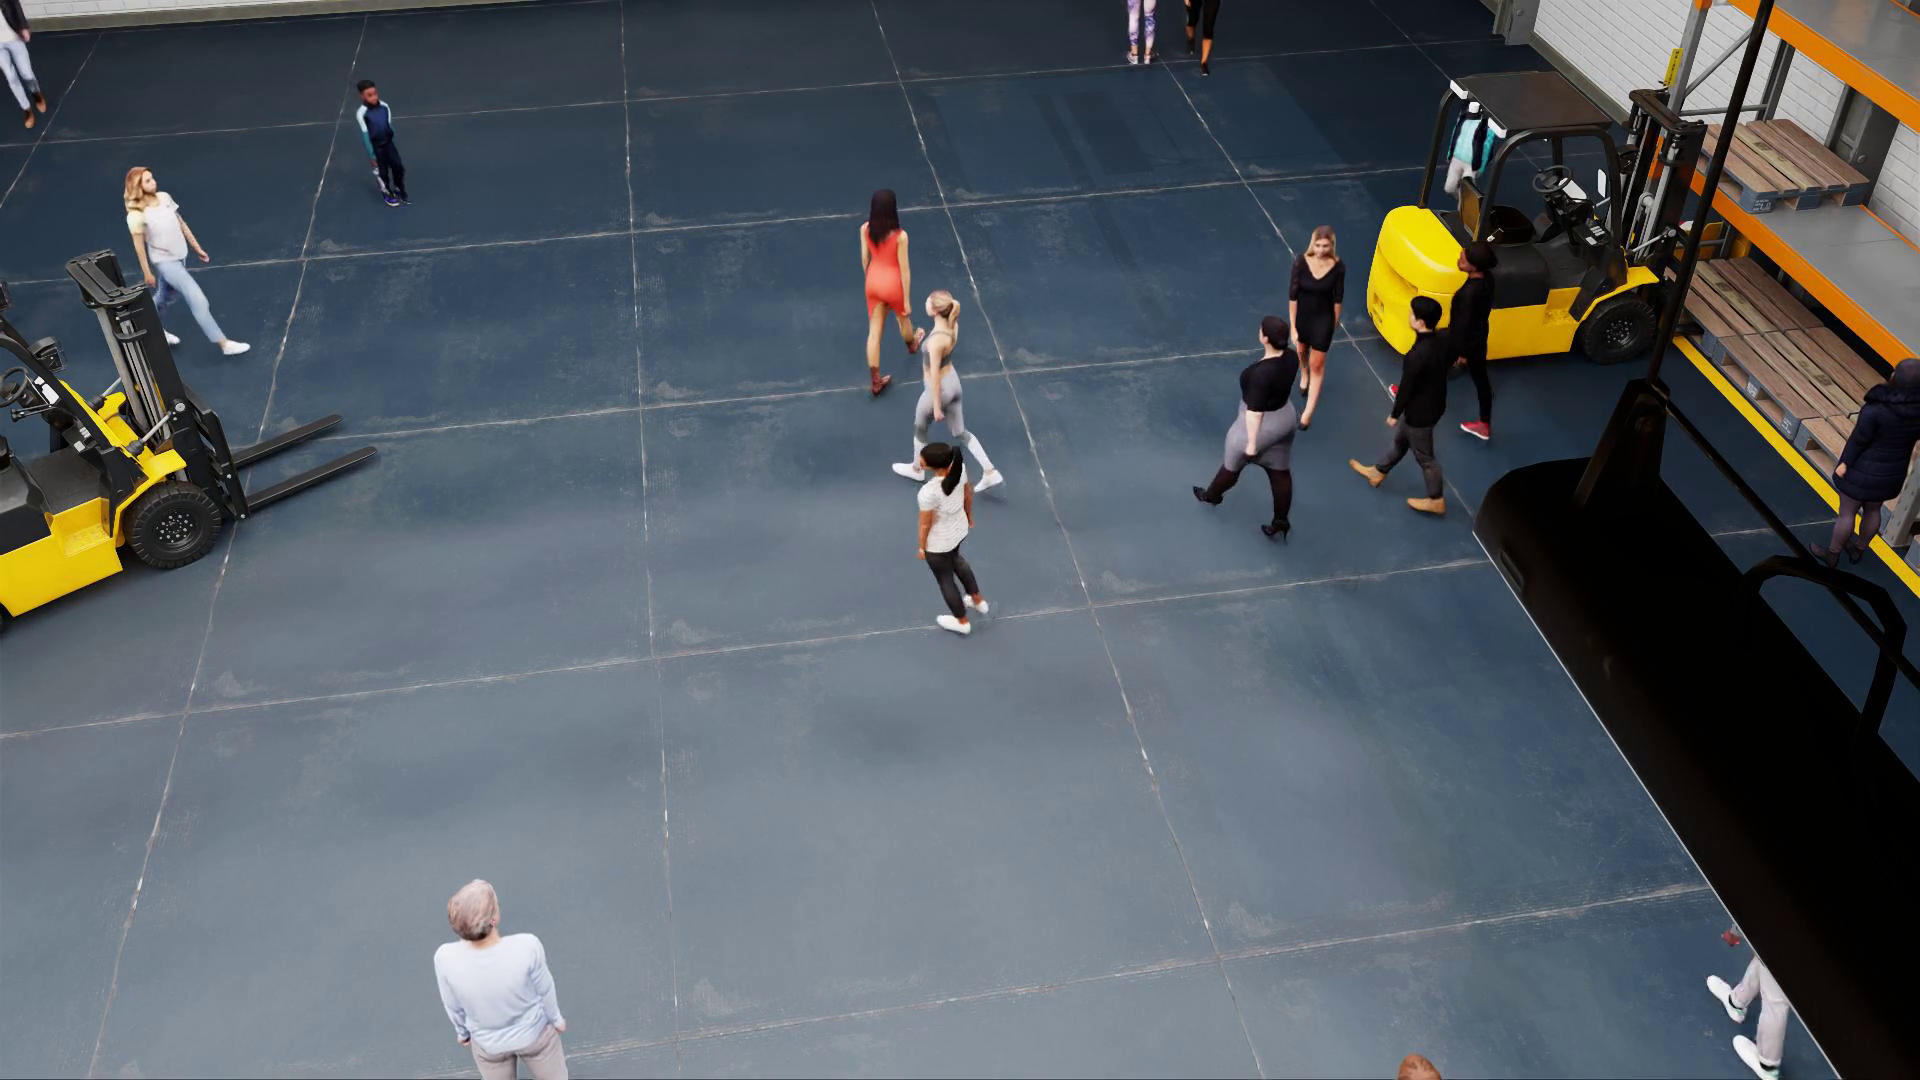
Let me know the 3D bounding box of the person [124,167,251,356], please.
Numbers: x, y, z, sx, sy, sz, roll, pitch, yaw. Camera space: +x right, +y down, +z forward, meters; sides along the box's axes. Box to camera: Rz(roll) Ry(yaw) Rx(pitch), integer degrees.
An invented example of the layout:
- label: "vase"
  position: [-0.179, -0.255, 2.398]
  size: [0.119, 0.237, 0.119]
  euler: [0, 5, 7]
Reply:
- label: "person"
  position: [-6.489, -2.242, 13.493]
  size: [0.975, 1.675, 1.190]
  euler: [7, 39, 8]

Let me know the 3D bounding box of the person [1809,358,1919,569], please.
- label: "person"
  position: [6.242, -0.520, 11.337]
  size: [0.657, 1.674, 0.625]
  euler: [-5, 39, -6]

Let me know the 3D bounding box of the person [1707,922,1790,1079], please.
- label: "person"
  position: [4.120, 1.988, 8.083]
  size: [0.779, 1.818, 0.915]
  euler: [-12, 40, -14]

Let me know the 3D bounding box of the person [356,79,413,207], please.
- label: "person"
  position: [-5.525, -3.770, 15.751]
  size: [0.597, 1.246, 0.643]
  euler: [-30, 48, -32]

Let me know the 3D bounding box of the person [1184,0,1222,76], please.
- label: "person"
  position: [2.659, -6.028, 18.268]
  size: [0.727, 1.633, 1.143]
  euler: [1, 39, 2]

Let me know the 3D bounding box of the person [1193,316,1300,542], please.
- label: "person"
  position: [2.195, -0.712, 11.541]
  size: [1.006, 1.721, 1.153]
  euler: [-30, 47, -32]

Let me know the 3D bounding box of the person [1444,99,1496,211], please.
- label: "person"
  position: [4.700, -3.516, 15.232]
  size: [0.787, 1.496, 0.739]
  euler: [-25, 45, -28]

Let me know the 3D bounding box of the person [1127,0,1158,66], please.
- label: "person"
  position: [2.011, -6.131, 18.298]
  size: [0.633, 1.757, 0.632]
  euler: [-5, 39, -6]

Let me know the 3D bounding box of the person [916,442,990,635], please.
- label: "person"
  position: [-0.070, -0.019, 10.767]
  size: [0.777, 1.603, 0.831]
  euler: [-29, 47, -31]

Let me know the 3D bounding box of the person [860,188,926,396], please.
- label: "person"
  position: [-0.619, -1.912, 13.080]
  size: [0.990, 1.675, 1.177]
  euler: [14, 41, 17]

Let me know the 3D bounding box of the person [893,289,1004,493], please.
- label: "person"
  position: [-0.049, -1.035, 11.989]
  size: [1.069, 1.666, 1.111]
  euler: [17, 42, 20]

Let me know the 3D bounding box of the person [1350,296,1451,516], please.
- label: "person"
  position: [3.353, -0.904, 11.813]
  size: [1.100, 1.681, 1.053]
  euler: [23, 44, 26]

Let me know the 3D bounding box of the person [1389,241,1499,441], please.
- label: "person"
  position: [3.913, -1.476, 12.577]
  size: [1.021, 1.623, 1.190]
  euler: [-30, 48, -32]

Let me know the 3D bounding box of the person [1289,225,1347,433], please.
- label: "person"
  position: [2.731, -1.727, 12.889]
  size: [0.898, 1.625, 1.160]
  euler: [9, 40, 12]

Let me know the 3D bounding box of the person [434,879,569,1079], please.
- label: "person"
  position: [-2.069, 2.267, 7.677]
  size: [0.648, 1.888, 0.559]
  euler: [-5, 39, -6]

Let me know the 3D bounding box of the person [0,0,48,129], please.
- label: "person"
  position: [-9.789, -5.179, 17.049]
  size: [0.723, 1.828, 0.745]
  euler: [-12, 40, -15]
